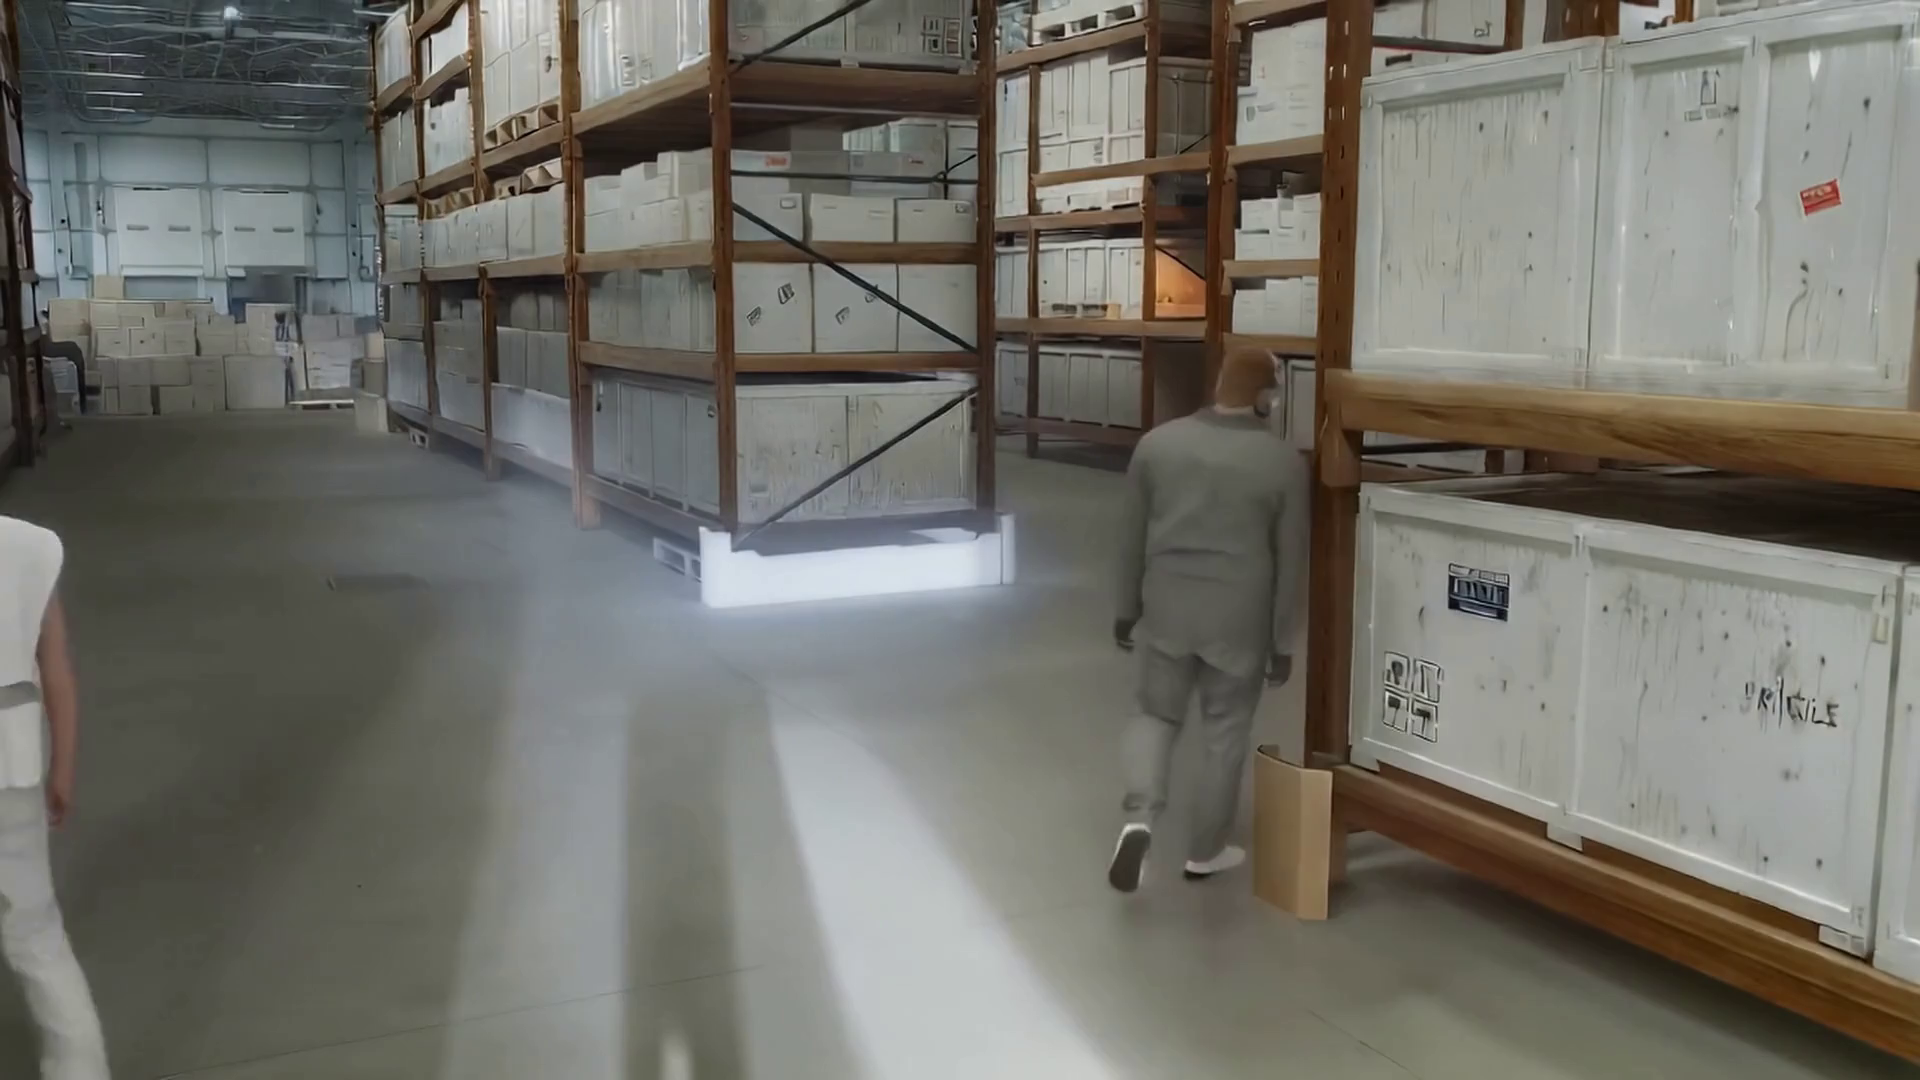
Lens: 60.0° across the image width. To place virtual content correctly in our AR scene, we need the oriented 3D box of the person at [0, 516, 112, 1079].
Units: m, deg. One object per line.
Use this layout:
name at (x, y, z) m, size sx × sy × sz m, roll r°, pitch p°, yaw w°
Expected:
person at (-2.308, 0.572, 3.840) m, size 0.914 × 1.806 × 0.588 m, roll 7°, pitch 11°, yaw 40°

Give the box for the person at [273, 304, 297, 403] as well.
person at (-13.159, -3.631, 32.390) m, size 0.542 × 1.931 × 0.366 m, roll 6°, pitch 10°, yaw 36°

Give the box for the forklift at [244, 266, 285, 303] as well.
forklift at (-17.121, -5.368, 41.102) m, size 1.873 × 2.768 × 1.129 m, roll 5°, pitch 10°, yaw 30°

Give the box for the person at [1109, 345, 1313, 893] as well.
person at (0.819, 0.290, 5.582) m, size 0.699 × 1.867 × 0.733 m, roll 4°, pitch 9°, yaw 23°

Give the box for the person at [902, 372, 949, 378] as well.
person at (-0.314, -1.072, 15.562) m, size 0.530 × 1.690 × 0.319 m, roll 5°, pitch 10°, yaw 32°

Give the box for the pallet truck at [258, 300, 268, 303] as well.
pallet truck at (-23.913, -7.404, 58.171) m, size 1.885 × 1.965 × 0.823 m, roll -1°, pitch 8°, yaw -9°
